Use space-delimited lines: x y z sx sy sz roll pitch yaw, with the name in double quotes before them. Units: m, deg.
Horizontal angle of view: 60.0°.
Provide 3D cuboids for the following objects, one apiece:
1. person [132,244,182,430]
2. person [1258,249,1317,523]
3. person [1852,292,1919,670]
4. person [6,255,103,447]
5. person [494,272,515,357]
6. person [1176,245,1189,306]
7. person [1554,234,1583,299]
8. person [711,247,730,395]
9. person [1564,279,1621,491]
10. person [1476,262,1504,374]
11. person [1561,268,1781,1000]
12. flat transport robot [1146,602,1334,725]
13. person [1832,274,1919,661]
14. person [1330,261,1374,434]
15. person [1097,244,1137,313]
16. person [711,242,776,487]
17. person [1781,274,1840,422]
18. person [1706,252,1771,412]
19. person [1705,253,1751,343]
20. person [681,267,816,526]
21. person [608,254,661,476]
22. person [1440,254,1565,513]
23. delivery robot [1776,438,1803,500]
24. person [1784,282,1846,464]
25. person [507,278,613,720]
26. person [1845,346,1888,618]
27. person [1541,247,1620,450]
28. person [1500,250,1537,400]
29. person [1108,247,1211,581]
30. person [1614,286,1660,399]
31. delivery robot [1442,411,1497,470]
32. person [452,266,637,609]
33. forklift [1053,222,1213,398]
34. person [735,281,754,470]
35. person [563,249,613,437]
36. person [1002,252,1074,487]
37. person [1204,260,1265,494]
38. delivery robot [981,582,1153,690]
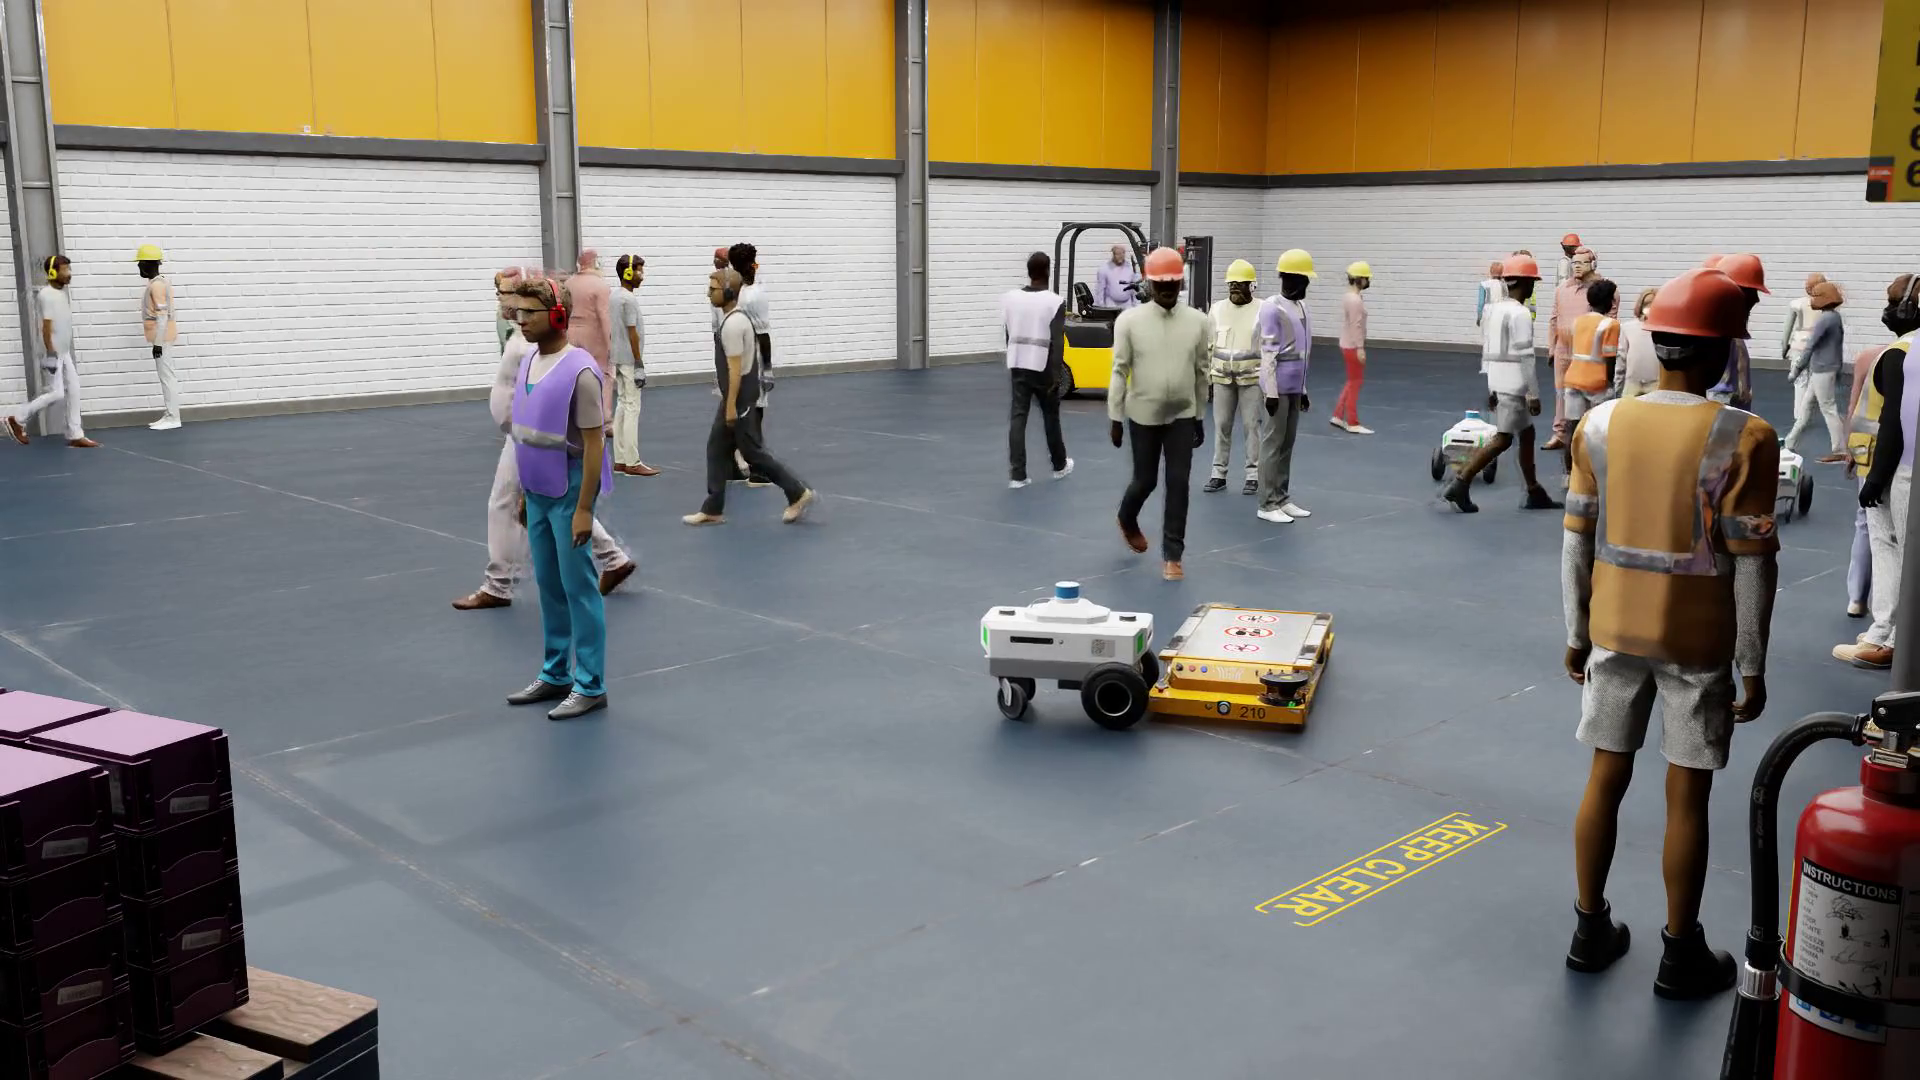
"person" -8.375 -2.113 17.376 0.369 1.928 0.585 -5 11 -24
"person" 2.324 -1.092 11.811 0.373 1.926 0.586 7 12 33
"person" 4.400 -0.306 7.490 0.371 1.941 0.627 0 10 -2
"person" -8.638 -1.772 15.756 0.739 1.845 0.524 -1 10 -7
"person" -4.891 -2.080 18.015 0.279 1.627 0.515 -5 12 -27
"person" 3.696 -3.890 27.260 0.741 1.866 0.582 -5 12 -27
"person" 9.481 -3.740 25.949 0.388 2.043 0.627 5 11 24
"person" -3.002 -2.762 21.097 0.620 1.866 0.597 -2 11 -12
"person" 5.039 -1.219 13.153 0.553 1.672 0.552 -4 11 -22
"person" 7.792 -3.226 24.229 0.523 1.638 0.311 1 10 5
"person" 1.895 0.252 4.454 0.362 1.935 0.553 -10 14 -42
"flat transport robot" 1.297 0.527 7.501 0.652 0.197 1.431 3 11 17
"person" 4.433 -0.327 7.867 0.620 1.845 0.429 -9 14 -41
"person" 4.055 -1.966 17.029 0.354 1.767 0.538 2 11 11
"person" 2.494 -3.728 26.288 0.690 1.884 0.433 -2 11 -12
"person" -1.734 -1.410 13.434 0.607 1.966 0.367 8 13 37
"person" 9.040 -2.018 17.713 0.541 1.599 0.807 4 11 22
"person" 4.000 -0.533 8.748 0.363 1.933 0.543 4 11 19
"person" 5.637 -1.207 12.522 0.558 1.888 0.650 -1 10 -4
"person" -1.473 -0.985 11.550 0.892 1.813 0.523 -2 11 -11
"person" -2.783 -1.471 14.052 0.327 1.865 0.520 -6 12 -31
"person" 3.990 -1.126 12.140 0.953 1.899 0.560 0 10 1
"delivery robot" 5.885 -0.494 12.018 0.477 0.478 0.707 6 11 28
"person" 7.627 -1.493 14.872 0.744 1.598 0.507 9 14 40
"person" -1.685 -0.176 7.034 0.390 1.846 0.564 -10 14 -42
"person" 4.937 -0.438 8.735 0.376 1.761 0.539 -10 14 -42
"person" 5.775 -1.764 15.529 0.407 1.908 0.641 -9 14 -41
"person" 6.797 -2.603 20.283 0.429 1.844 0.626 5 12 26
"person" 1.177 -0.772 9.989 0.618 1.964 0.762 -2 11 -9
"person" 5.532 -1.233 13.427 0.500 1.619 0.377 8 13 36
"delivery robot" 4.265 -0.832 13.878 0.477 0.478 0.707 5 12 27
"person" -2.280 -0.565 9.103 0.945 1.866 0.640 -2 11 -11
"forklift" 1.935 -2.847 20.651 2.313 2.155 1.214 2 11 13
"person" -1.908 -1.456 14.432 0.319 1.694 0.532 1 10 4
"person" -3.734 -1.968 16.732 0.913 1.879 0.406 6 12 30
"person" 0.653 -1.395 13.602 0.593 1.874 0.964 5 12 26
"person" 2.182 -1.273 13.050 0.600 1.831 0.404 5 12 26
"delivery robot" 0.451 0.421 7.048 0.707 0.478 0.477 2 11 12
